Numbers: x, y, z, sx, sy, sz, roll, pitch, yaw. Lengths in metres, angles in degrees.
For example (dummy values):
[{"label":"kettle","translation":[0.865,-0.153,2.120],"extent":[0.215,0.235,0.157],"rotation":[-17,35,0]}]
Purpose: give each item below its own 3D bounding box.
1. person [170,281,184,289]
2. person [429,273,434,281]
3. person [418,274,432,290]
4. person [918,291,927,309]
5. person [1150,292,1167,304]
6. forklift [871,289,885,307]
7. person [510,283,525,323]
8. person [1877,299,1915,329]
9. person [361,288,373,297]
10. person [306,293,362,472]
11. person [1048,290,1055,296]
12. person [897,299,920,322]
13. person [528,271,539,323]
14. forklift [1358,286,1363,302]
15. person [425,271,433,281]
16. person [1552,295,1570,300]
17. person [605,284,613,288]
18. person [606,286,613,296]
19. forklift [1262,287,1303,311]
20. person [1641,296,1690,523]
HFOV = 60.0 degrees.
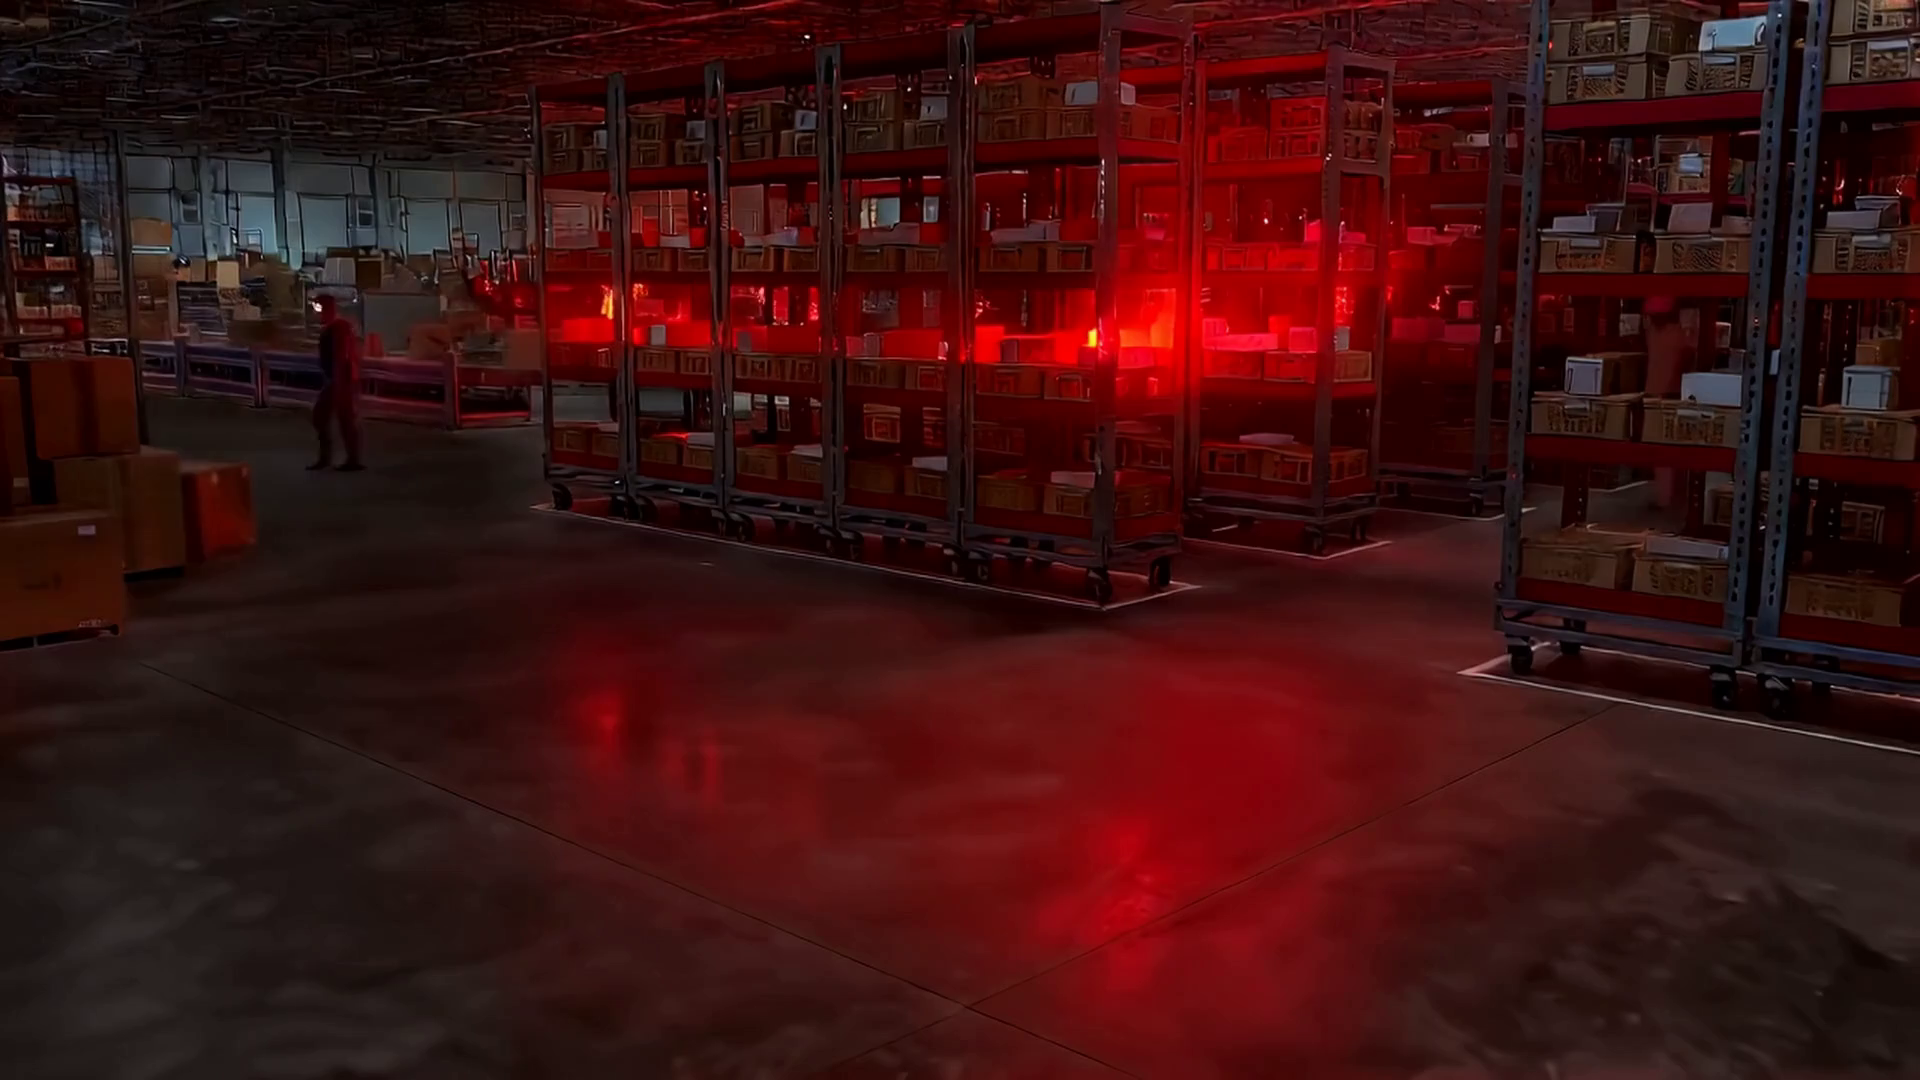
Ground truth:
[{"label":"person","translation":[-36.141,-11.367,76.833],"extent":[0.591,1.843,0.976],"rotation":[-3,10,-17]},{"label":"person","translation":[-28.302,-13.373,88.950],"extent":[0.631,1.904,0.957],"rotation":[9,13,42]},{"label":"person","translation":[-19.864,-8.955,61.867],"extent":[0.568,1.889,0.524],"rotation":[1,9,8]},{"label":"person","translation":[-1.034,-5.627,41.706],"extent":[0.403,1.817,0.602],"rotation":[-4,10,-22]},{"label":"person","translation":[5.987,-7.005,50.028],"extent":[0.977,1.865,0.659],"rotation":[9,13,43]},{"label":"forklift","translation":[-3.468,-11.299,73.222],"extent":[1.873,2.768,1.129],"rotation":[9,13,43]},{"label":"person","translation":[-15.719,-8.303,58.799],"extent":[0.522,1.591,0.865],"rotation":[8,12,39]},{"label":"person","translation":[10.204,-1.865,17.946],"extent":[0.614,2.039,0.387],"rotation":[8,12,40]},{"label":"person","translation":[-19.254,-7.725,54.014],"extent":[0.608,1.996,0.380],"rotation":[4,10,21]},{"label":"person","translation":[-6.438,-1.588,16.894],"extent":[0.669,1.822,0.605],"rotation":[-6,11,-33]},{"label":"person","translation":[3.107,-7.909,55.908],"extent":[0.393,1.745,0.540],"rotation":[2,9,12]},{"label":"person","translation":[-0.613,-2.436,22.361],"extent":[0.598,1.752,0.528],"rotation":[-7,11,-35]},{"label":"person","translation":[-15.100,-8.652,59.686],"extent":[1.024,1.990,0.642],"rotation":[-6,11,-32]},{"label":"forklift","translation":[11.100,-7.017,46.970],"extent":[1.873,2.768,1.129],"rotation":[9,13,43]},{"label":"person","translation":[-27.447,-12.898,85.896],"extent":[0.612,1.944,0.397],"rotation":[3,10,18]},{"label":"person","translation":[12.295,-4.335,33.847],"extent":[0.918,1.780,0.604],"rotation":[-8,13,-42]},{"label":"person","translation":[-14.303,-9.974,67.951],"extent":[0.560,1.945,0.625],"rotation":[-8,12,-41]},{"label":"person","translation":[-13.444,-9.211,64.037],"extent":[0.322,1.697,0.535],"rotation":[-8,12,-41]},{"label":"forklift","translation":[10.769,-8.203,54.240],"extent":[1.129,2.768,1.873],"rotation":[8,12,42]},{"label":"person","translation":[5.799,-1.120,13.705],"extent":[0.391,1.951,0.769],"rotation":[5,10,28]}]
